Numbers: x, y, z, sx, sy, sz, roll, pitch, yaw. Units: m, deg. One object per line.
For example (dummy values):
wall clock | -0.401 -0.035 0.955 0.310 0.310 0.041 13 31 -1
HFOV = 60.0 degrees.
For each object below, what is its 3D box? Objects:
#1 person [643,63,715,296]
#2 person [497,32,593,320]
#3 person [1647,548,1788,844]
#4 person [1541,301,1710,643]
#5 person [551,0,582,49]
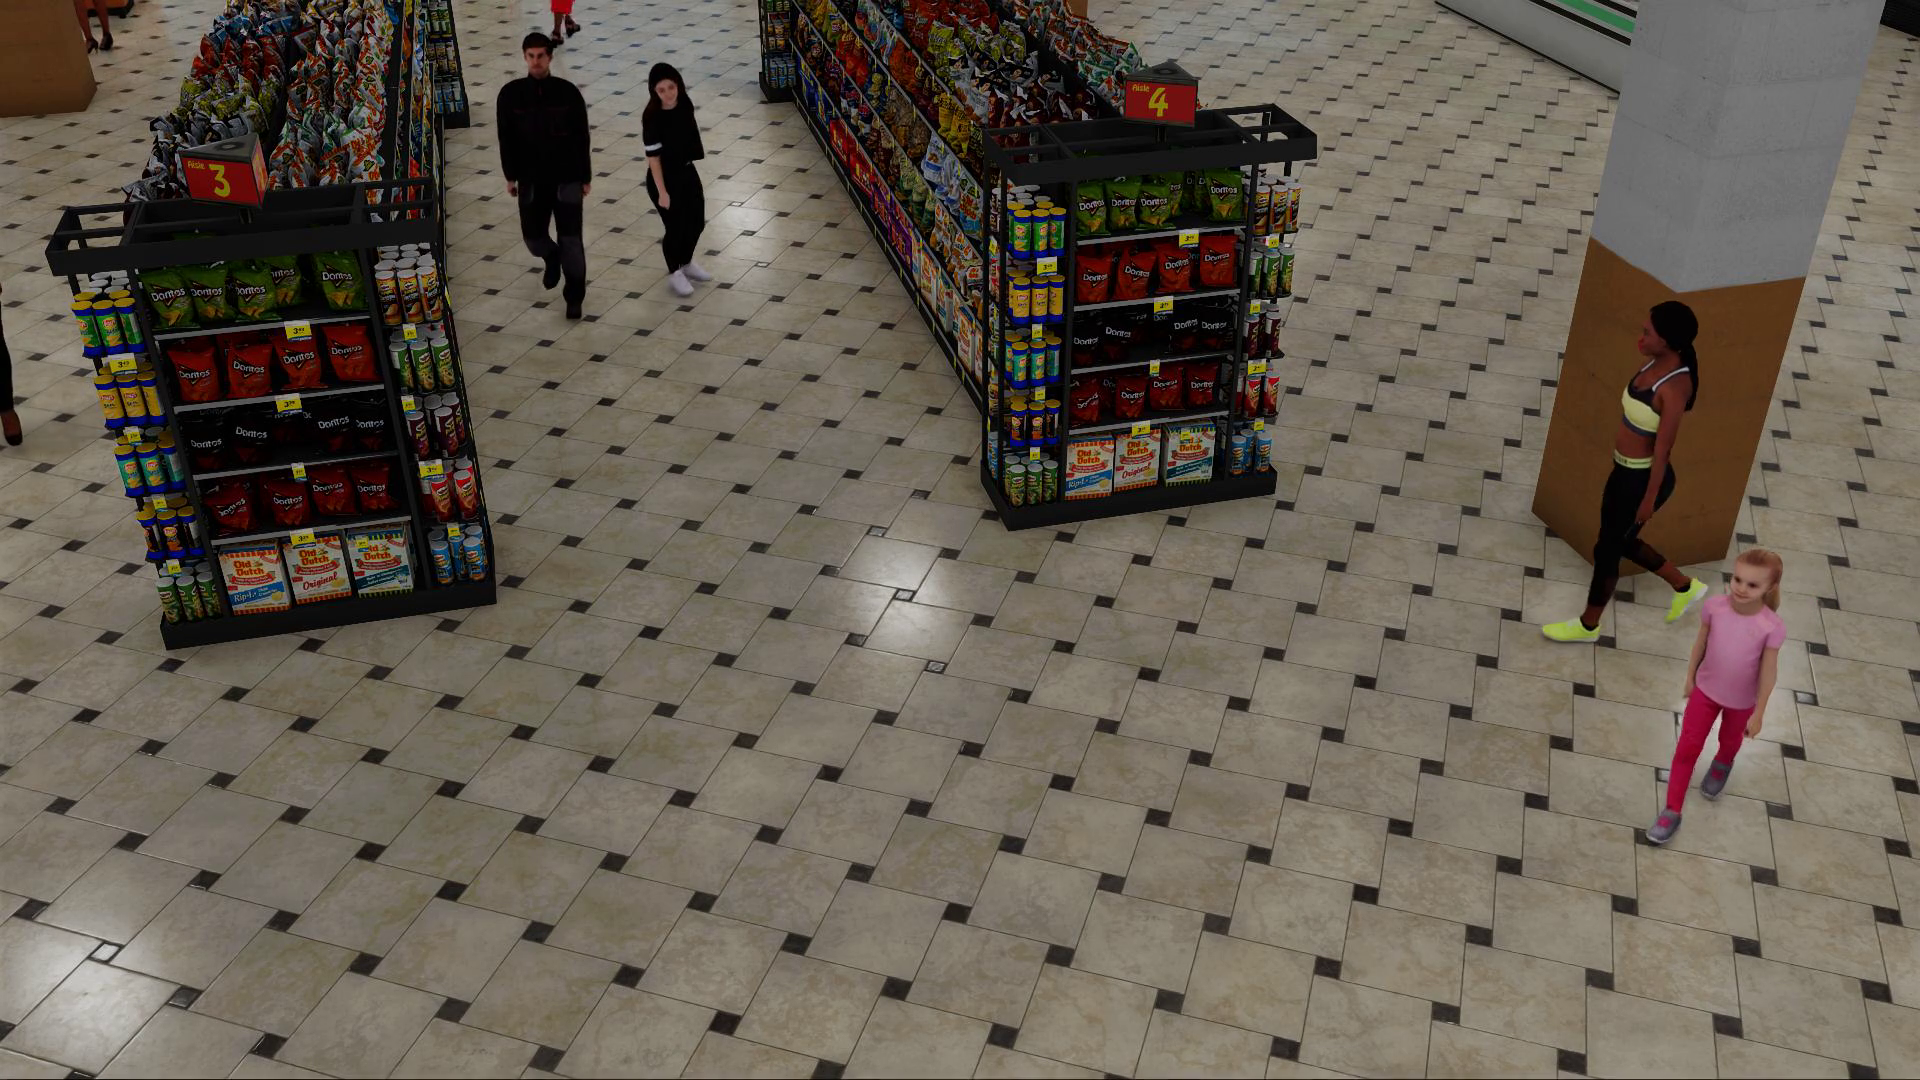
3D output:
person | -1.902 -2.374 10.986 0.814 1.600 0.765 12 34 19
person | -2.648 -2.366 10.757 0.802 1.828 0.919 -3 32 -5
person | 3.058 0.572 6.579 0.885 1.254 0.882 22 38 31
person | 3.124 -0.241 7.430 0.841 1.735 0.956 3 32 5
person | -3.931 -5.680 16.167 0.824 1.739 0.969 2 32 3
